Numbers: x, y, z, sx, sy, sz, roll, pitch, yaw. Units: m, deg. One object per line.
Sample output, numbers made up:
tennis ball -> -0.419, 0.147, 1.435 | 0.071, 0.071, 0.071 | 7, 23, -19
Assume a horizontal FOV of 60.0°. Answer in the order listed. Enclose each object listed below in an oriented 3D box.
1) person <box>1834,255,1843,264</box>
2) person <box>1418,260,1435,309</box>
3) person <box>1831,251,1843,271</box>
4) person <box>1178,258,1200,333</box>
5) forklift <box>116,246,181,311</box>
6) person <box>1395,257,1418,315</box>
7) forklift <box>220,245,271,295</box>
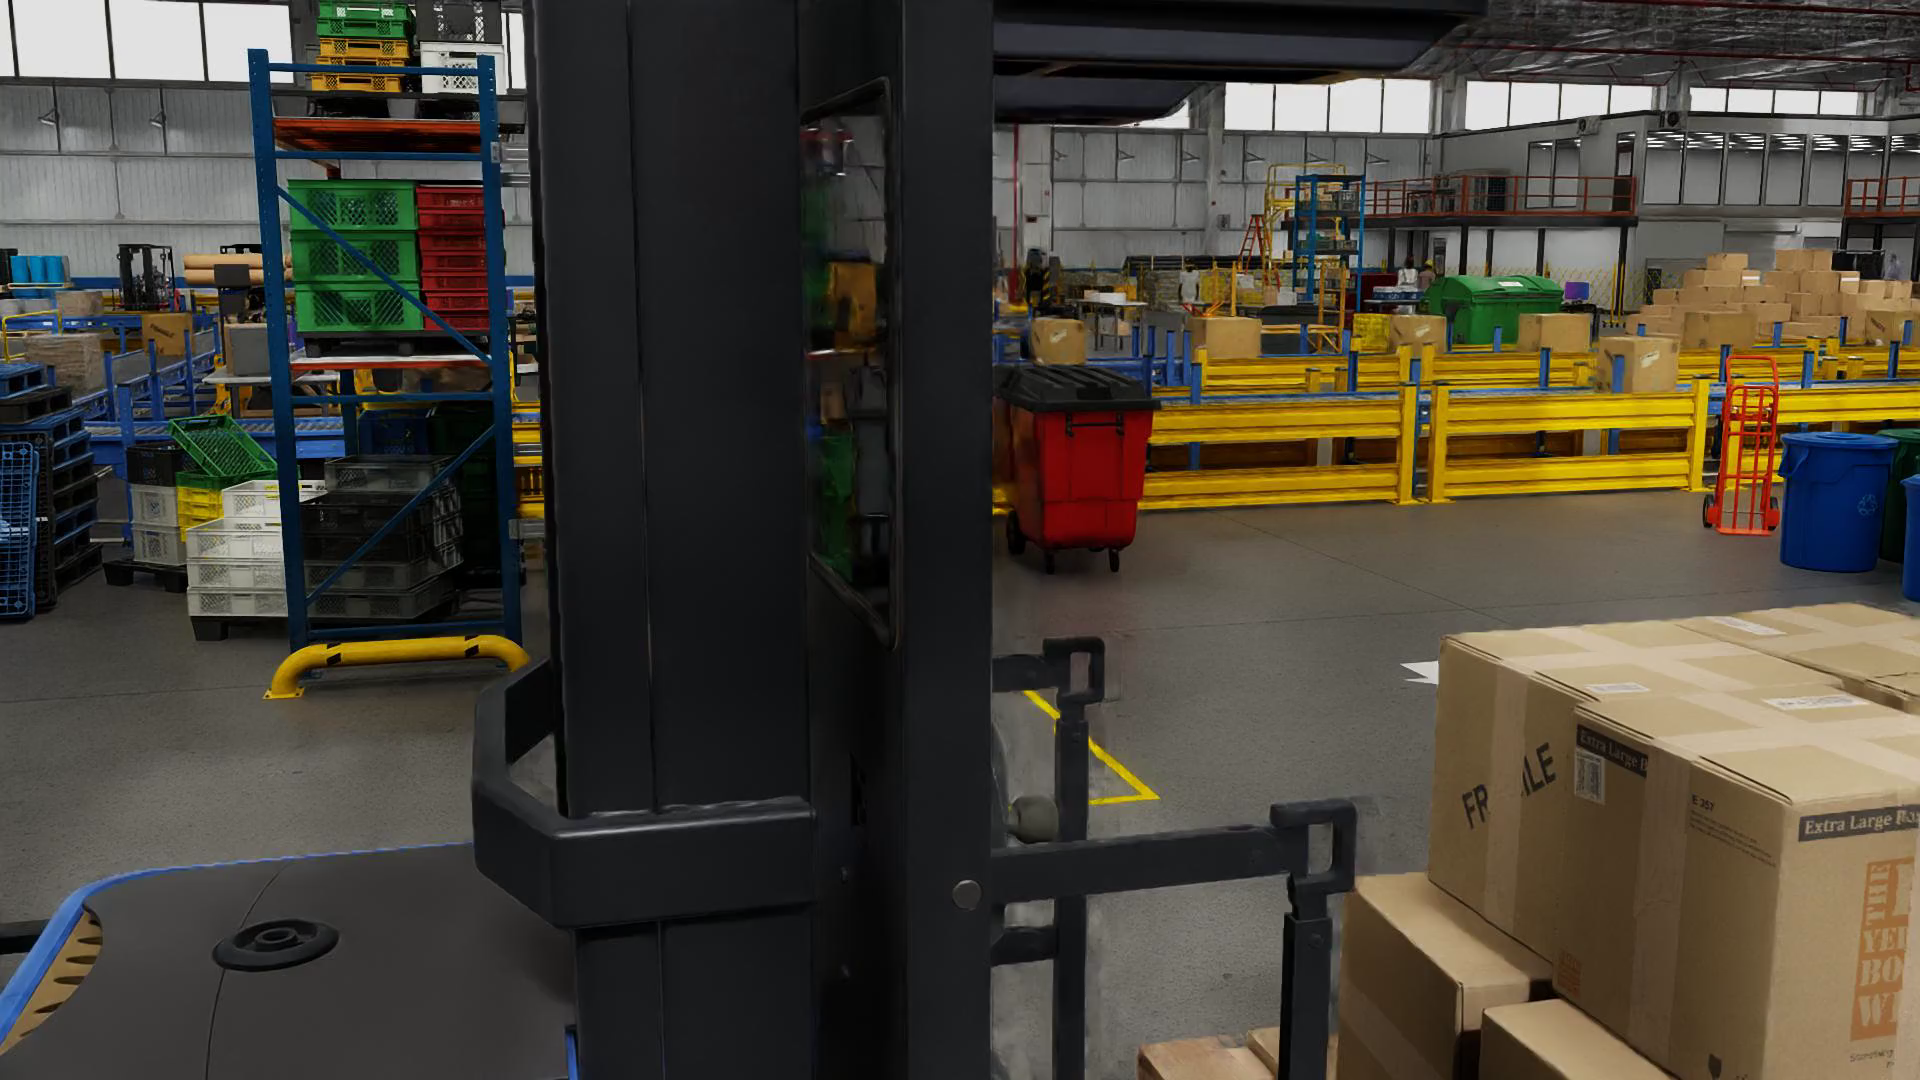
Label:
person -> 23.363, -6.701, 44.663 | 0.557, 1.902, 0.593 | 9, 13, 41
person -> 12.690, -6.725, 45.221 | 0.342, 1.759, 0.523 | -9, 13, -42
person -> 22.979, -6.646, 43.965 | 0.683, 2.000, 0.538 | 9, 14, 43
person -> 5.499, -5.831, 39.904 | 0.508, 1.855, 0.526 | 0, 10, 0
forklift -> -19.966, -6.232, 40.894 | 1.157, 1.987, 2.680 | -3, 10, -15
person -> 11.801, -6.568, 44.033 | 0.575, 1.862, 0.728 | -2, 10, -13
forklift -> -17.749, -6.334, 41.440 | 1.157, 1.987, 2.680 | -3, 10, -17
